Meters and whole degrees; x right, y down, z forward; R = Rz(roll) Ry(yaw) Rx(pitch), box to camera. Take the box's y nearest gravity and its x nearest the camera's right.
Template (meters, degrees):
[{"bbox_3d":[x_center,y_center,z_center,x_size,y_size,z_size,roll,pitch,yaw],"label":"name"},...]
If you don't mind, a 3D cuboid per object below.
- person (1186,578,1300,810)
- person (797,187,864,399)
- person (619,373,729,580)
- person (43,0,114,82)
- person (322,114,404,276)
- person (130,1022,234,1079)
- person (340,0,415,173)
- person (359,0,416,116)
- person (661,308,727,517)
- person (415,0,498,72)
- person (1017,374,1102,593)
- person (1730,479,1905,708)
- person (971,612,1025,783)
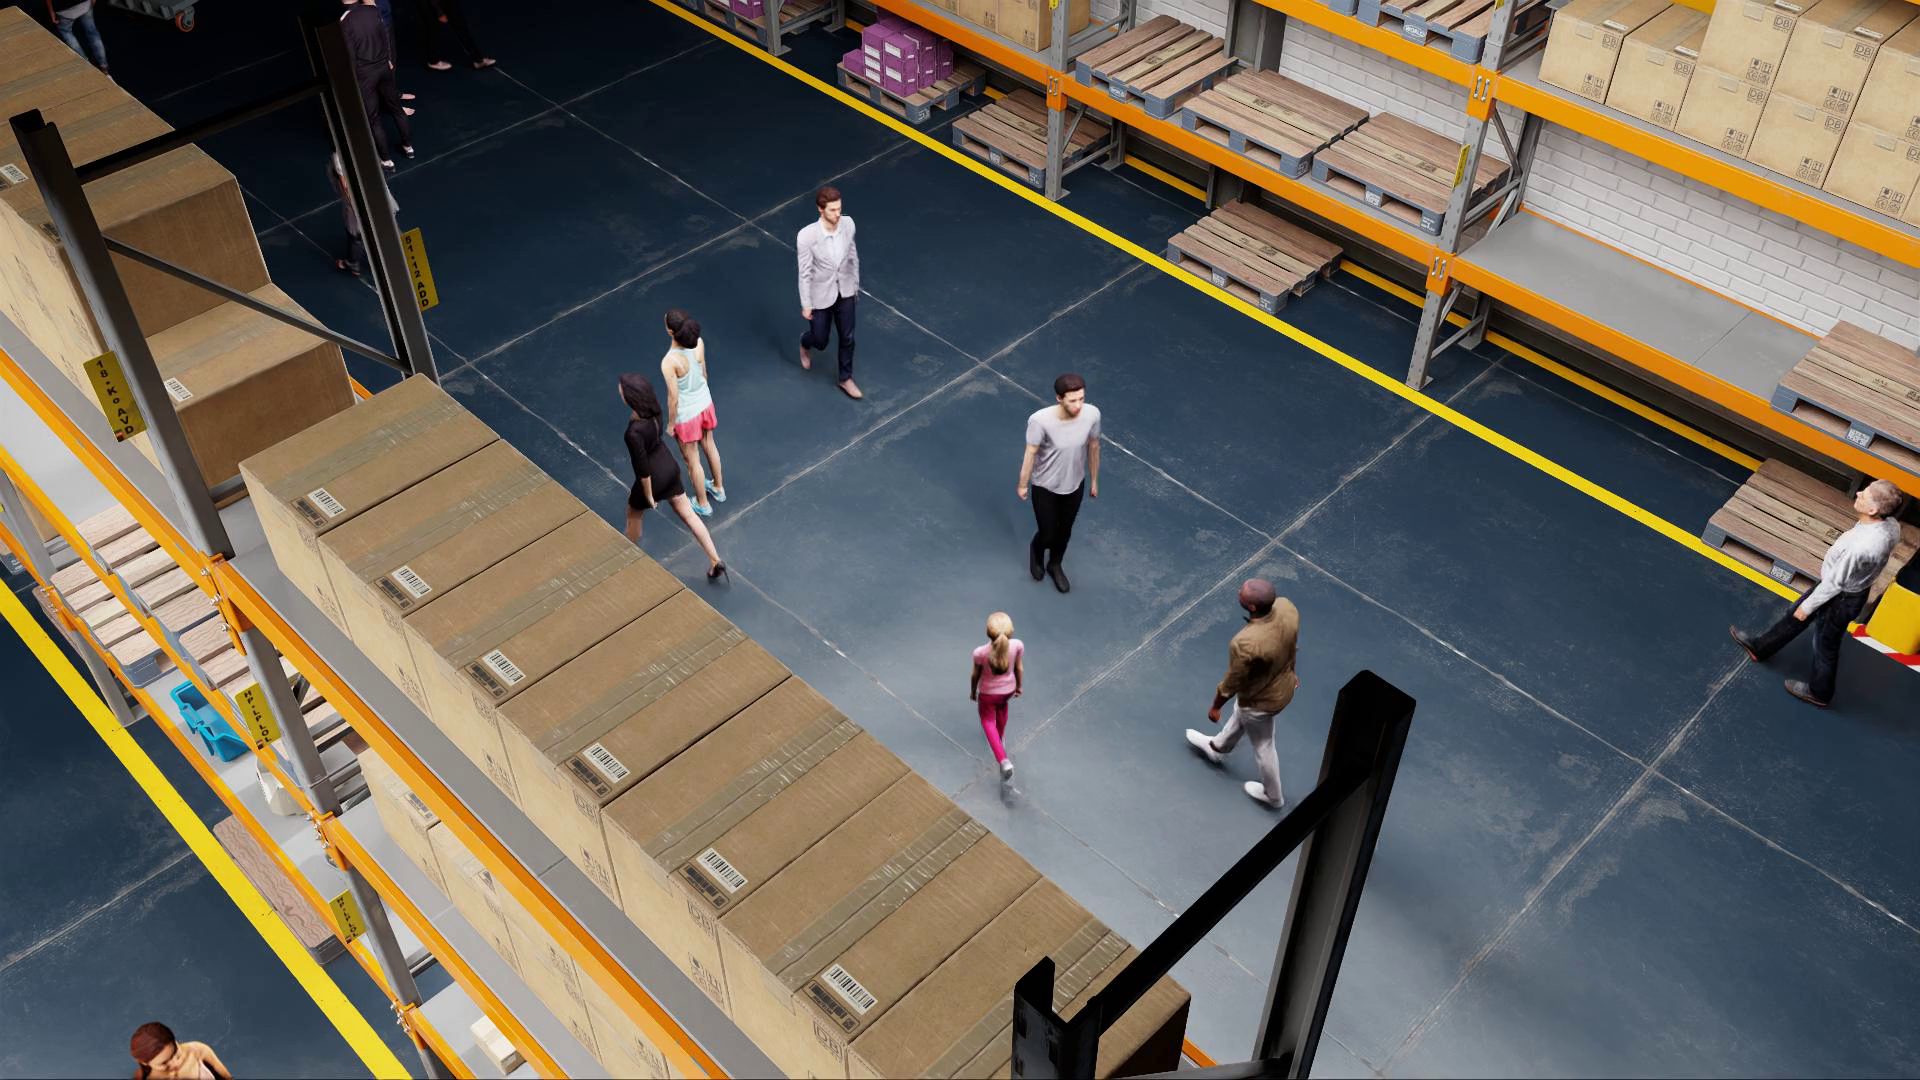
[{"bbox_3d":[1.867,0.955,9.902,1.035,1.793,0.804,31,52,28],"label":"person"},{"bbox_3d":[-1.049,-1.952,12.923,0.813,1.835,0.991,-23,48,-22],"label":"person"},{"bbox_3d":[-1.976,-0.368,11.314,1.199,1.759,0.877,17,46,17],"label":"person"},{"bbox_3d":[-8.785,-5.332,16.498,0.671,1.797,0.732,30,51,27],"label":"person"},{"bbox_3d":[-4.970,-2.869,14.079,1.152,1.567,0.888,16,46,16],"label":"person"},{"bbox_3d":[-3.620,2.807,7.934,0.574,1.826,0.600,28,50,26],"label":"person"},{"bbox_3d":[-5.436,-4.305,15.391,0.667,1.837,0.725,22,48,21],"label":"person"},{"bbox_3d":[-5.669,-5.061,16.159,0.799,1.872,0.695,-7,44,-7],"label":"person"},{"bbox_3d":[-1.928,-0.921,11.891,0.611,1.764,0.639,24,49,23],"label":"person"},{"bbox_3d":[-5.346,-5.420,16.762,1.111,1.562,0.954,9,44,9],"label":"person"},{"bbox_3d":[0.642,-0.446,11.327,0.838,1.855,0.859,-12,45,-12],"label":"person"},{"bbox_3d":[5.632,0.388,10.494,0.993,1.797,0.708,31,52,29],"label":"person"},{"bbox_3d":[0.244,0.958,10.287,0.707,1.257,0.881,-12,45,-12],"label":"person"}]
